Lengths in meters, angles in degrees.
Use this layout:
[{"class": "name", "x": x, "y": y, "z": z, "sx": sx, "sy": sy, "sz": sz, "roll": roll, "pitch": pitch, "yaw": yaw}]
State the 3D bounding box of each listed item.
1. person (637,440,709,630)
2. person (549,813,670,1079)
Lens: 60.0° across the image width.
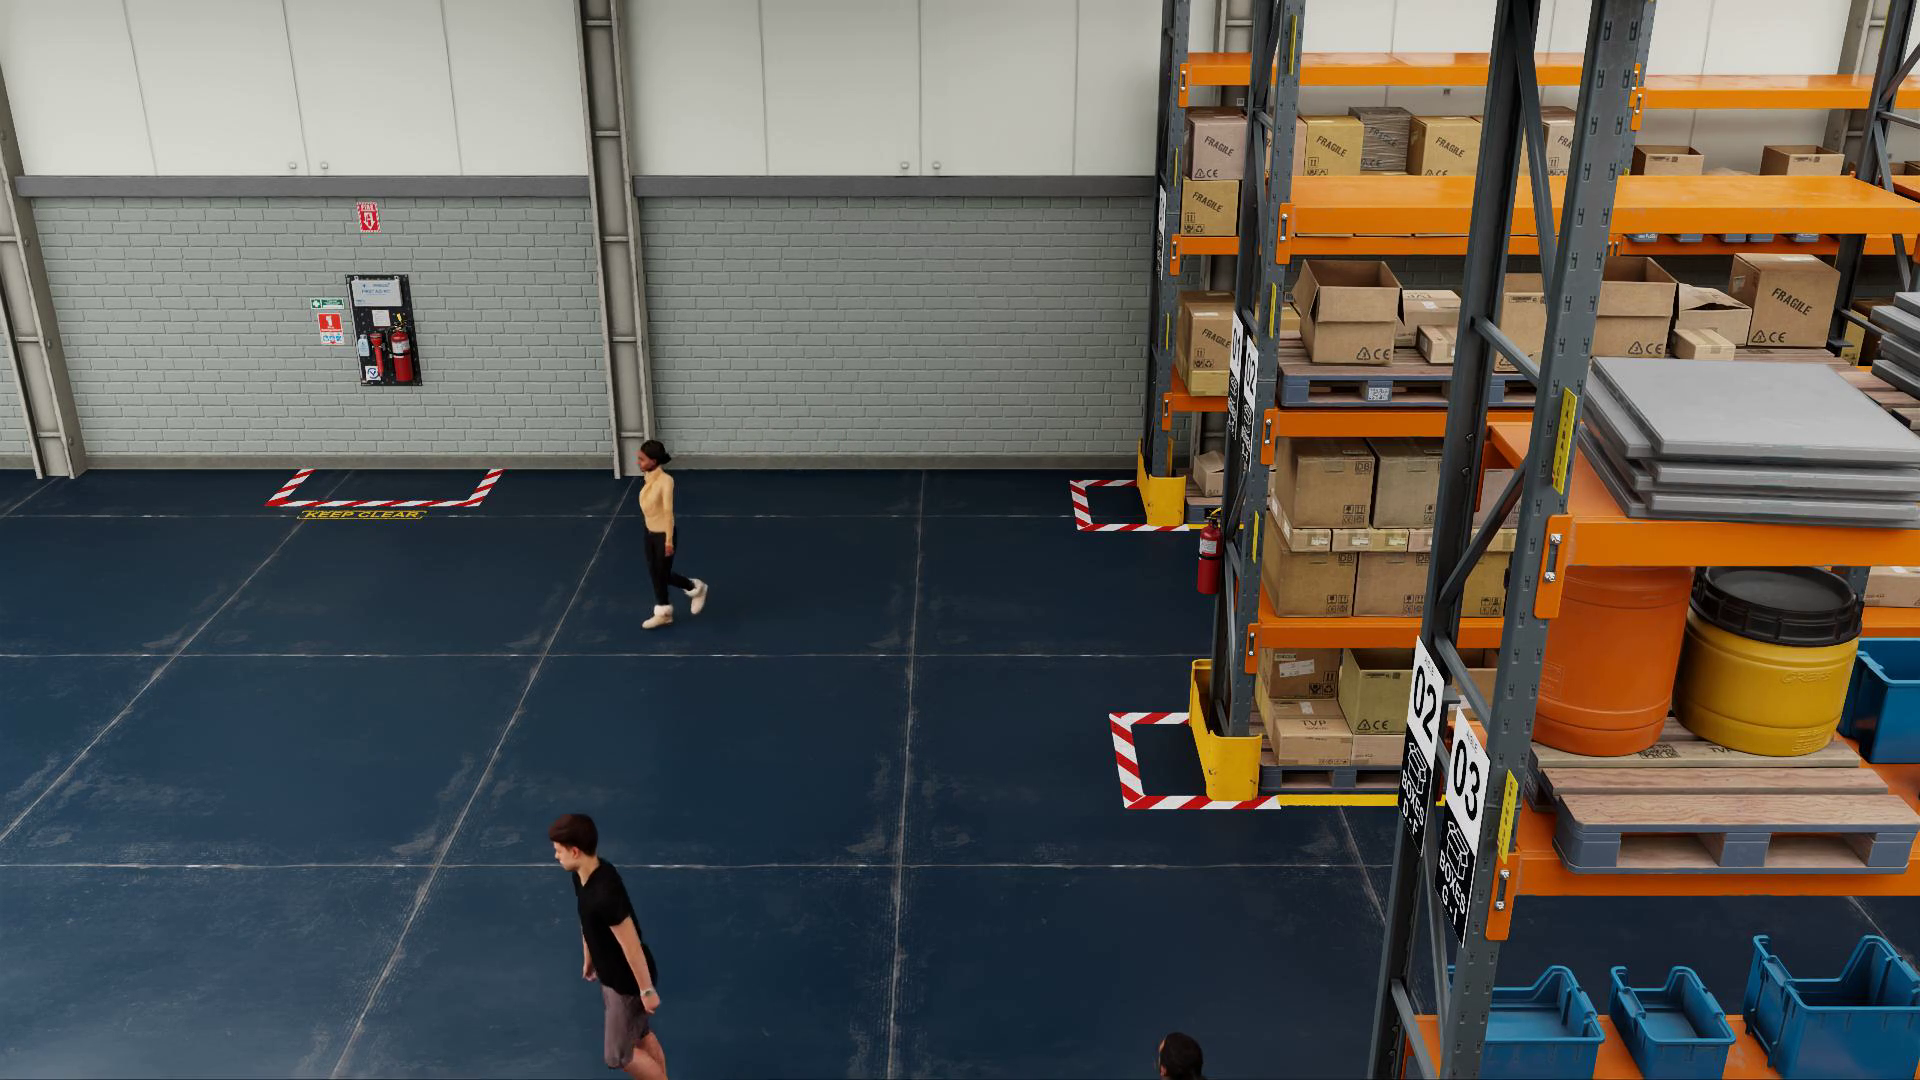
[{"class": "person", "x": -2.401, "y": -0.056, "z": 13.770, "sx": 0.937, "sy": 1.648, "sz": 0.852, "roll": -17, "pitch": 28, "yaw": -35}, {"class": "person", "x": -1.613, "y": 2.172, "z": 8.311, "sx": 0.914, "sy": 1.820, "sz": 0.863, "roll": -15, "pitch": 27, "yaw": -31}]
